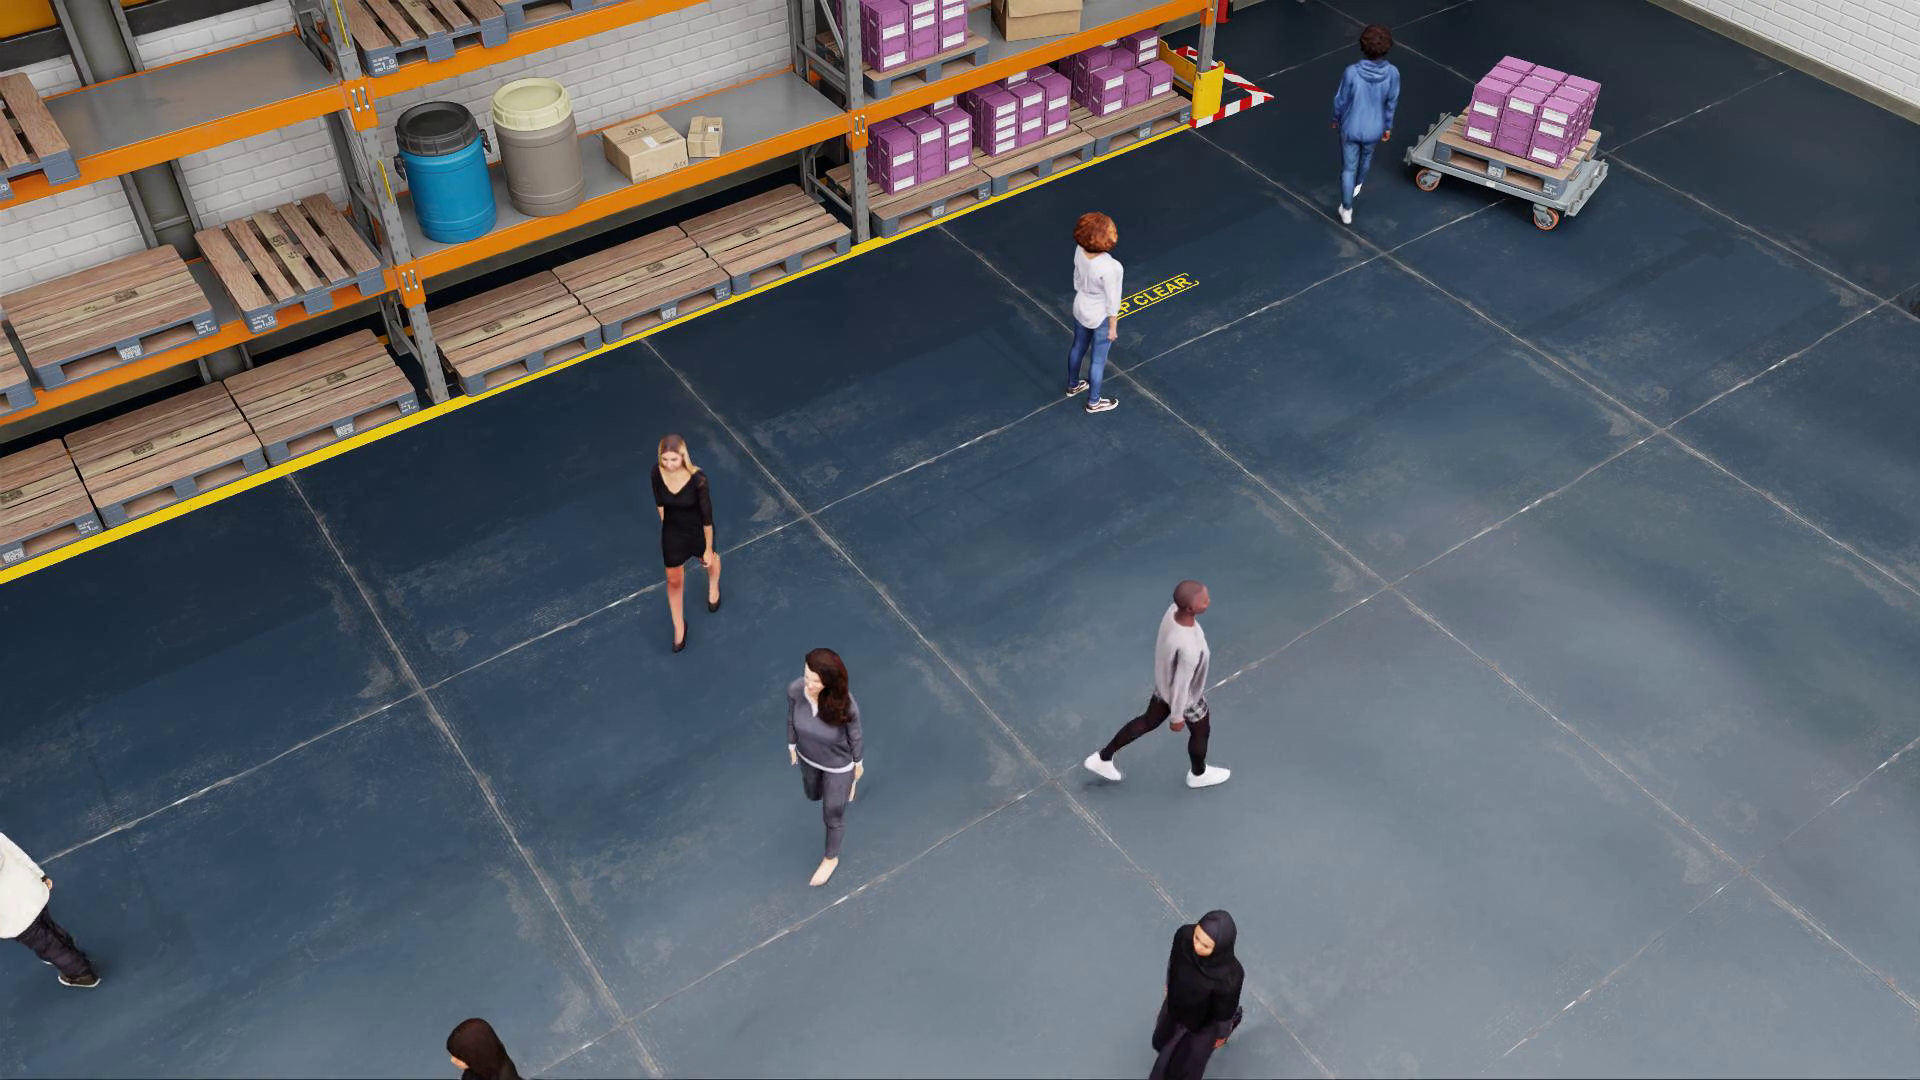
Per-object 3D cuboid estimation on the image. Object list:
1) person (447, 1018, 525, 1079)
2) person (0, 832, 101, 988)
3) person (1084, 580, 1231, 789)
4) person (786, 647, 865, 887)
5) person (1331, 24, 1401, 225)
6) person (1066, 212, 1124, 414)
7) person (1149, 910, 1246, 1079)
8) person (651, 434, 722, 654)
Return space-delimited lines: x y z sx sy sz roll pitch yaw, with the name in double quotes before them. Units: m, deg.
"person" -2.108 2.742 8.093 0.944 1.613 0.682 -32 52 -29
"person" -5.046 1.987 9.024 0.801 1.422 0.745 10 45 11
"person" 1.195 0.900 9.934 1.243 1.740 0.988 -6 44 -6
"person" -0.737 1.194 9.618 0.940 1.752 1.114 17 46 17
"person" 3.545 -3.605 14.632 1.056 1.783 1.087 3 44 3
"person" 1.016 -1.755 12.741 0.587 1.712 0.621 -25 49 -24
"person" 1.272 2.353 8.509 0.919 1.602 0.592 -25 49 -24
"person" -1.765 -0.098 11.050 0.916 1.647 0.975 5 44 6
